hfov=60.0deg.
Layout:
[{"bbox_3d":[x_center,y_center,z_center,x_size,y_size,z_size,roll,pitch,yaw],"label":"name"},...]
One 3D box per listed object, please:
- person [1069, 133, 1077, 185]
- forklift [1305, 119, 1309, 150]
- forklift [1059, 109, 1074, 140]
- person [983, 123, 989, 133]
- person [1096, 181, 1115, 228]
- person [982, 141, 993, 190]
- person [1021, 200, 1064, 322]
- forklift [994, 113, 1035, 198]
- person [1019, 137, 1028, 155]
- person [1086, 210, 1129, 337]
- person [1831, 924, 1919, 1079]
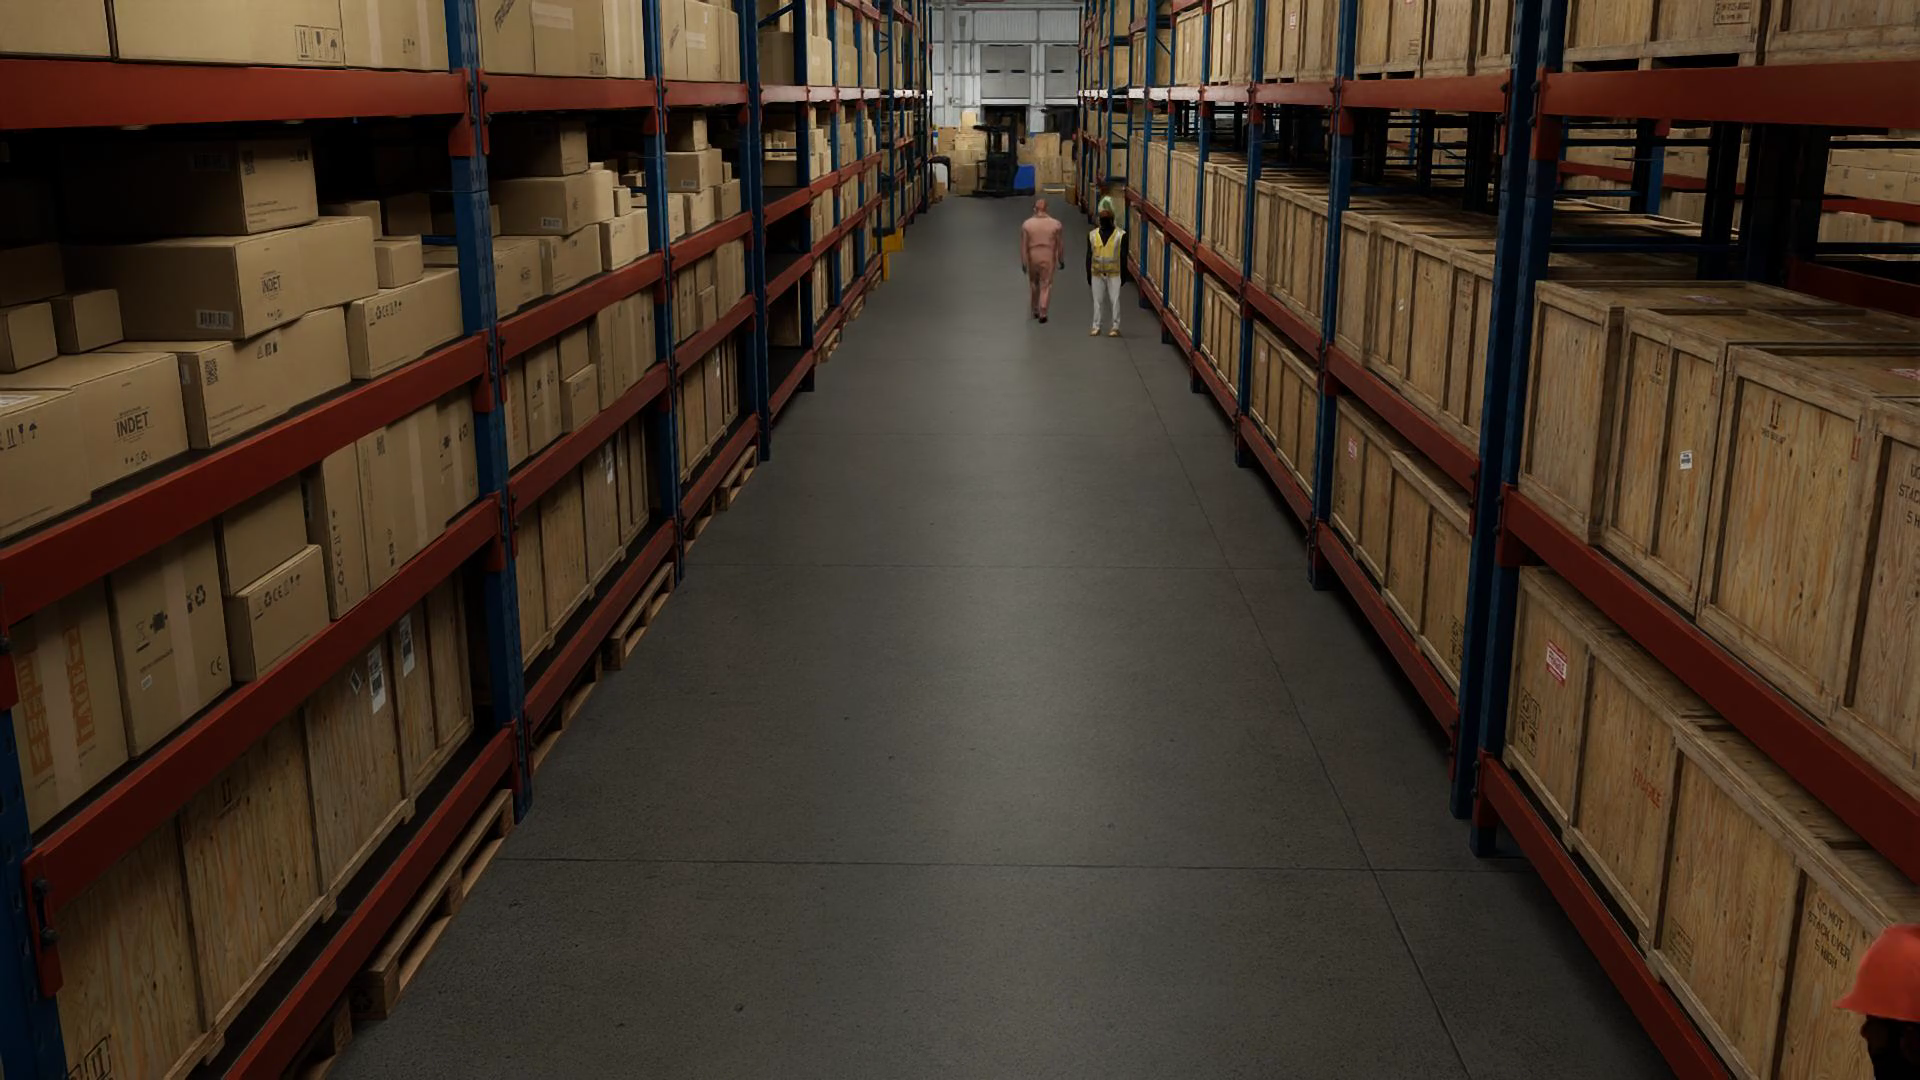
[{"bbox_3d":[4.410,-14.537,63.593,0.475,1.980,0.627,-3,15,-13],"label":"person"},{"bbox_3d":[9.017,-9.599,43.506,1.873,2.768,1.129,0,15,2],"label":"forklift"},{"bbox_3d":[4.571,-17.087,71.366,1.873,2.768,1.129,-5,16,-17],"label":"forklift"},{"bbox_3d":[1.464,-21.456,89.455,0.477,1.909,0.629,10,18,33],"label":"person"},{"bbox_3d":[2.756,-5.977,32.023,0.458,1.827,0.590,0,15,-1],"label":"person"},{"bbox_3d":[1.018,-12.741,57.097,1.013,1.883,0.568,0,15,-1],"label":"person"},{"bbox_3d":[1.283,-4.343,25.894,0.652,1.857,0.990,2,15,9],"label":"person"},{"bbox_3d":[1.567,-13.037,56.297,1.873,2.768,1.129,-13,20,-39],"label":"forklift"},{"bbox_3d":[2.371,-14.476,63.623,0.429,1.844,0.627,-6,16,-20],"label":"person"},{"bbox_3d":[2.125,-3.864,24.167,0.619,1.836,0.430,5,16,18],"label":"person"},{"bbox_3d":[1.941,1.710,3.282,0.606,1.907,0.616,9,18,31],"label":"person"}]
